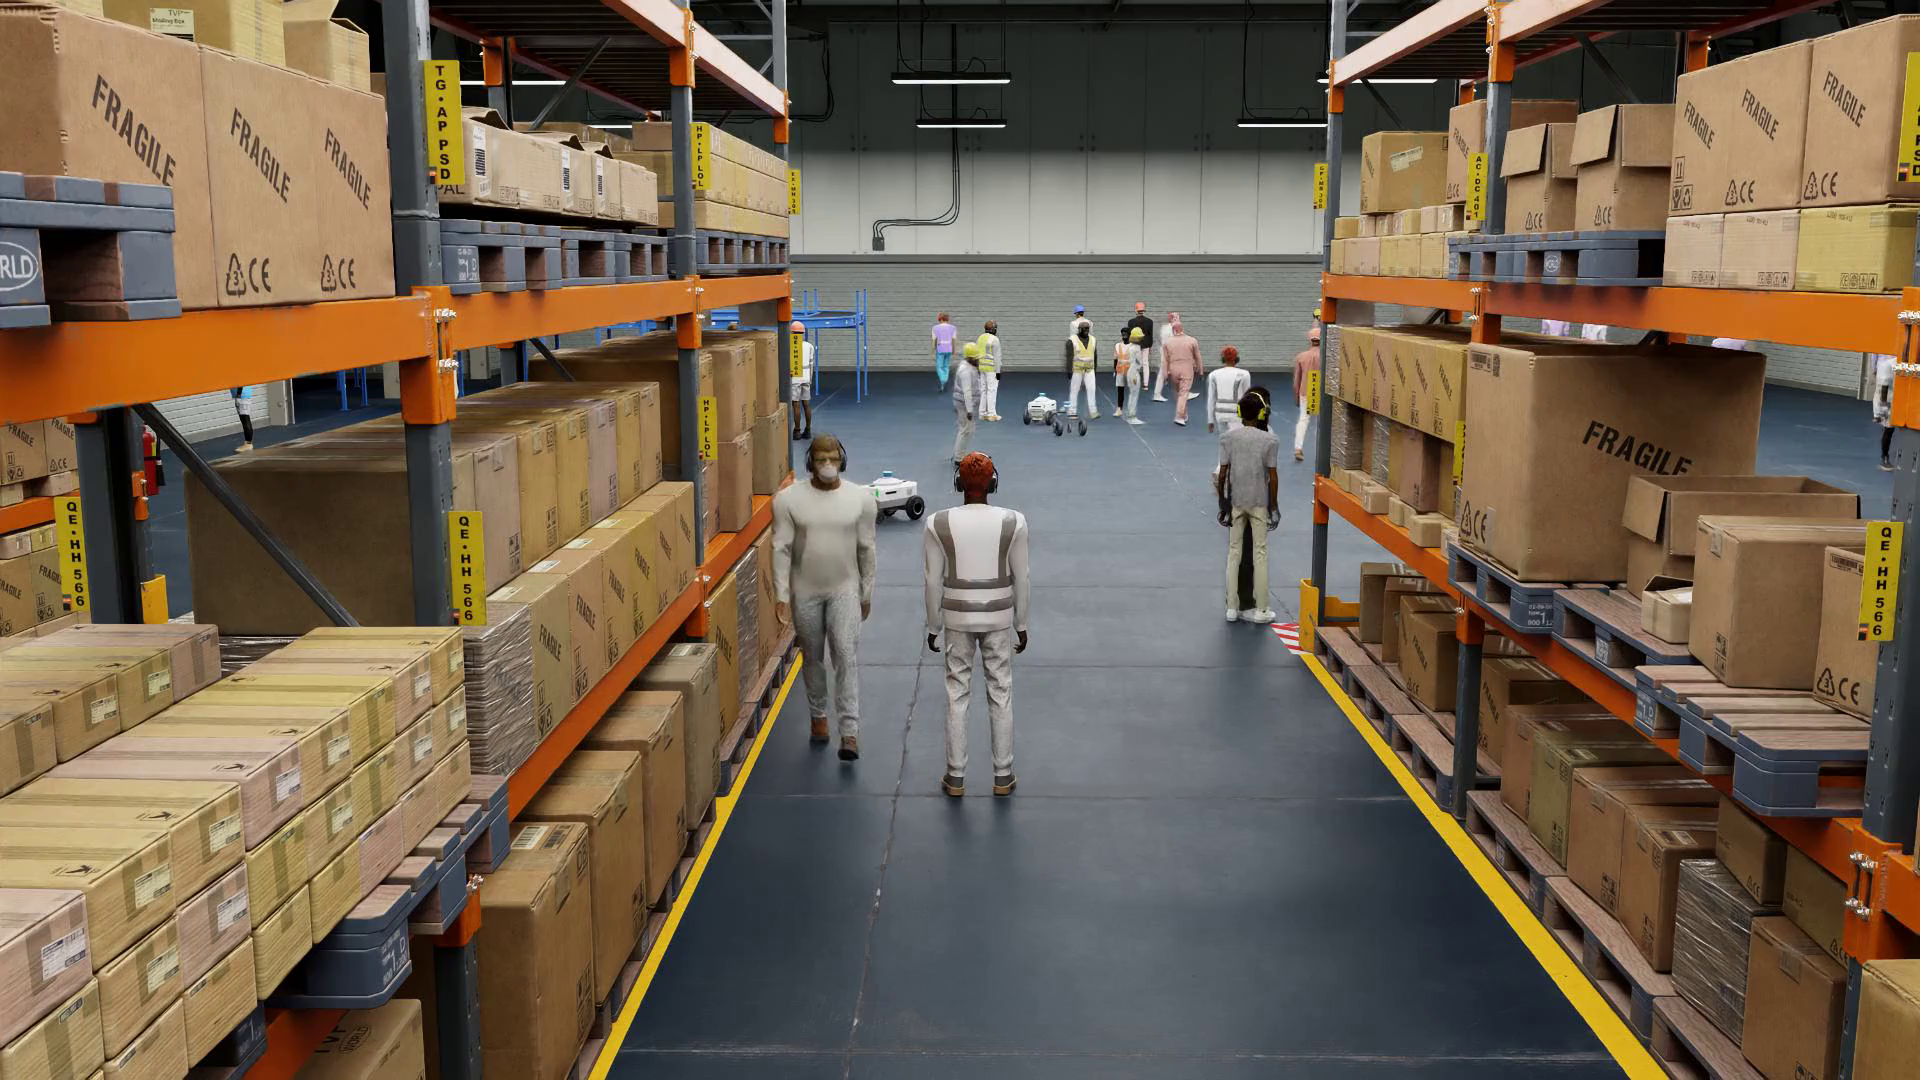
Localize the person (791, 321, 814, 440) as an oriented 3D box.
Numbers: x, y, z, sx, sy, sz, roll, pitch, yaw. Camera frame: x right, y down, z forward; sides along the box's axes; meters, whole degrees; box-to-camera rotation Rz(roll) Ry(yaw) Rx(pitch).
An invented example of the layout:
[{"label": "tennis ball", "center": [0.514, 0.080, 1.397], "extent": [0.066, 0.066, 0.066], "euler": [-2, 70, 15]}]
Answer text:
[{"label": "person", "center": [-2.663, -2.627, 27.392], "extent": [0.356, 1.937, 0.552], "euler": [9, 13, 42]}]

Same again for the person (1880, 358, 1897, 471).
[{"label": "person", "center": [13.015, -1.873, 22.924], "extent": [0.622, 1.910, 1.004], "euler": [1, 9, 4]}]

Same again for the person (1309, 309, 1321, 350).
[{"label": "person", "center": [8.811, -4.834, 41.149], "extent": [0.340, 1.757, 0.518], "euler": [1, 10, 8]}]

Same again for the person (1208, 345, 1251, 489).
[{"label": "person", "center": [3.419, -1.561, 21.274], "extent": [0.574, 1.854, 0.860], "euler": [7, 12, 38]}]

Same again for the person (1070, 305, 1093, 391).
[{"label": "person", "center": [2.735, -4.359, 37.753], "extent": [0.601, 1.941, 0.395], "euler": [-5, 11, -30]}]

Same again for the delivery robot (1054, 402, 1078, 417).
[{"label": "delivery robot", "center": [1.818, -2.233, 28.233], "extent": [0.335, 0.223, 0.698], "euler": [-2, 10, -13]}]

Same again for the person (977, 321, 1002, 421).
[{"label": "person", "center": [0.558, -3.134, 30.754], "extent": [0.430, 1.836, 0.619], "euler": [-6, 11, -31]}]

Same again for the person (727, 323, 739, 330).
[{"label": "person", "center": [-3.989, -2.912, 29.380], "extent": [0.508, 1.842, 0.336], "euler": [-1, 10, -6]}]

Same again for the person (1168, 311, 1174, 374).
[{"label": "person", "center": [5.527, -5.141, 43.343], "extent": [0.307, 1.638, 0.519], "euler": [5, 11, 26]}]

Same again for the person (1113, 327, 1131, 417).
[{"label": "person", "center": [3.116, -3.141, 31.180], "extent": [0.540, 1.697, 0.317], "euler": [5, 11, 29]}]

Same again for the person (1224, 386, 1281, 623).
[{"label": "person", "center": [2.399, -0.299, 13.642], "extent": [0.609, 1.913, 0.611], "euler": [7, 12, 35]}]

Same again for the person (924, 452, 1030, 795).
[{"label": "person", "center": [0.094, 0.457, 9.084], "extent": [0.576, 1.882, 0.355], "euler": [0, 9, -1]}]

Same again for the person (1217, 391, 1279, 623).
[{"label": "person", "center": [2.332, -0.269, 13.466], "extent": [0.514, 1.872, 0.332], "euler": [4, 10, 24]}]

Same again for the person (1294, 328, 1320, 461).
[{"label": "person", "center": [5.186, -2.146, 24.503], "extent": [0.629, 1.953, 1.010], "euler": [6, 11, 31]}]

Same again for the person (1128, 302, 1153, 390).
[{"label": "person", "center": [4.104, -4.420, 37.953], "extent": [0.612, 1.997, 0.375], "euler": [-3, 10, -15]}]

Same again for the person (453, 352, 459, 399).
[{"label": "person", "center": [-8.081, -2.299, 26.337], "extent": [0.270, 1.631, 0.507], "euler": [-4, 10, -20]}]

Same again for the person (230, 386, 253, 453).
[{"label": "person", "center": [-11.008, -2.186, 25.469], "extent": [0.317, 1.696, 0.538], "euler": [-3, 10, -17]}]

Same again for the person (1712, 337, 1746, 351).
[{"label": "person", "center": [13.872, -3.034, 30.080], "extent": [0.648, 1.864, 0.955], "euler": [-2, 10, -12]}]

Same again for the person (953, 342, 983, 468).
[{"label": "person", "center": [0.119, -1.897, 23.465], "extent": [0.465, 1.789, 0.619], "euler": [1, 10, 6]}]

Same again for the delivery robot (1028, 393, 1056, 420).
[{"label": "delivery robot", "center": [1.489, -2.410, 30.067], "extent": [0.477, 0.478, 0.707], "euler": [4, 10, 21]}]

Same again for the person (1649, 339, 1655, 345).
[{"label": "person", "center": [10.119, -2.078, 24.456], "extent": [0.532, 1.817, 0.638], "euler": [-6, 11, -31]}]

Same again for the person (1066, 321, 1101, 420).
[{"label": "person", "center": [2.299, -3.110, 30.651], "extent": [0.643, 1.810, 0.834], "euler": [-4, 10, -21]}]

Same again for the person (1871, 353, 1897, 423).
[{"label": "person", "center": [16.870, -3.096, 30.194], "extent": [0.373, 1.940, 0.628], "euler": [-7, 12, -36]}]

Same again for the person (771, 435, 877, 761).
[{"label": "person", "center": [-0.793, 0.330, 9.795], "extent": [0.629, 1.888, 1.023], "euler": [-1, 9, -4]}]

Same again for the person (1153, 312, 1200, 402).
[{"label": "person", "center": [4.506, -3.822, 34.790], "extent": [0.977, 1.860, 0.645], "euler": [-3, 10, -16]}]

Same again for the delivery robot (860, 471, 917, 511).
[{"label": "delivery robot", "center": [-0.818, -0.535, 18.837], "extent": [0.477, 0.478, 0.707], "euler": [8, 13, 40]}]

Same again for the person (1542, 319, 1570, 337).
[{"label": "person", "center": [13.765, -4.524, 38.495], "extent": [0.629, 2.025, 0.582], "euler": [3, 10, 16]}]

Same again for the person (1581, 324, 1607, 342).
[{"label": "person", "center": [14.425, -4.353, 37.815], "extent": [0.786, 1.913, 0.556], "euler": [-9, 13, -42]}]

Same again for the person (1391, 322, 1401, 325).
[{"label": "person", "center": [6.500, -2.296, 25.227], "extent": [0.691, 2.000, 0.781], "euler": [-8, 12, -40]}]

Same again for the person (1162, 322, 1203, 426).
[{"label": "person", "center": [3.974, -2.990, 29.875], "extent": [0.665, 1.842, 1.019], "euler": [4, 10, 24]}]

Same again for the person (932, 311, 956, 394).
[{"label": "person", "center": [-0.345, -4.149, 36.841], "extent": [0.567, 1.828, 0.645], "euler": [-4, 10, -21]}]

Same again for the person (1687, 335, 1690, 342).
[{"label": "person", "center": [10.754, -2.247, 25.170], "extent": [0.542, 1.920, 0.618], "euler": [9, 13, 43]}]

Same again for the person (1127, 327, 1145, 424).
[{"label": "person", "center": [3.187, -2.979, 30.082], "extent": [0.306, 1.742, 0.487], "euler": [2, 10, 13]}]
